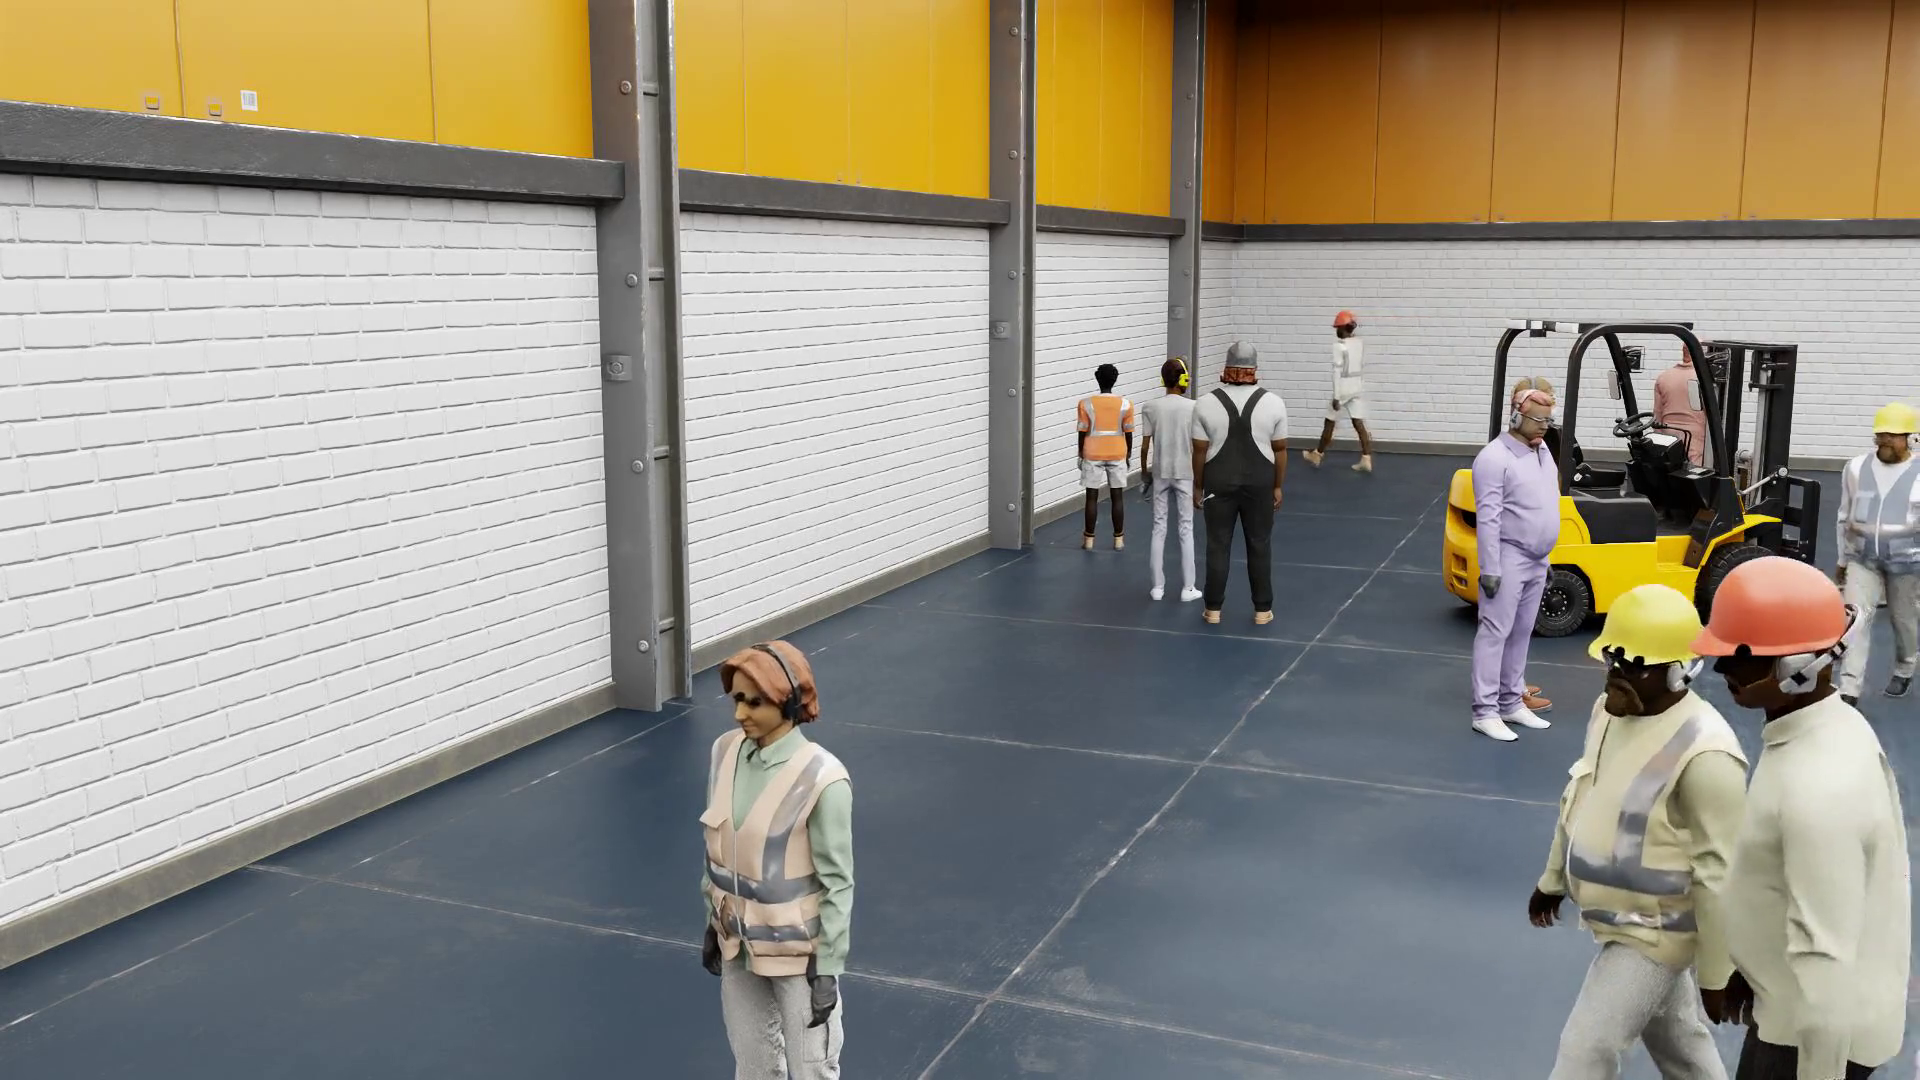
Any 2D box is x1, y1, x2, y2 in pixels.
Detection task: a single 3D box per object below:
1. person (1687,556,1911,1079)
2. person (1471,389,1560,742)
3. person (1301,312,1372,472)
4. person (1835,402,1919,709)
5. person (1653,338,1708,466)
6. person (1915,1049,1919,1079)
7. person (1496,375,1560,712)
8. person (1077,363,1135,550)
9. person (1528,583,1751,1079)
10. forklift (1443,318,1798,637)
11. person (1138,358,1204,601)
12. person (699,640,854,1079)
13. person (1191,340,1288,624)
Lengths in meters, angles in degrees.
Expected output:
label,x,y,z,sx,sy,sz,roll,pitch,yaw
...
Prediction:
label,x,y,z,sx,sy,sz,roll,pitch,yaw
person,1.837,1.013,3.539,0.649,1.965,0.636,5,11,27
person,3.057,0.129,9.088,0.639,1.902,0.406,-8,13,-41
person,4.808,-1.864,20.902,0.642,1.980,1.072,-7,12,-35
person,5.404,0.088,9.671,0.603,1.792,0.909,9,13,43
person,6.744,-0.914,15.392,0.402,1.904,0.652,-6,11,-32
person,1.821,1.217,2.640,0.642,1.864,0.963,8,12,40
person,3.269,0.015,9.659,0.372,1.940,0.629,2,10,10
person,1.312,-0.744,15.010,0.530,1.691,0.318,-1,9,-4
person,1.771,0.970,4.371,0.941,1.773,0.637,0,9,-1
forklift,4.706,-0.497,11.990,2.313,2.155,1.214,-2,10,-10
person,1.627,-0.457,12.757,0.521,1.863,0.336,3,10,19
person,-0.472,1.057,4.259,0.511,1.638,0.308,8,12,40
person,1.997,-0.415,11.954,0.677,2.000,0.536,1,9,9
